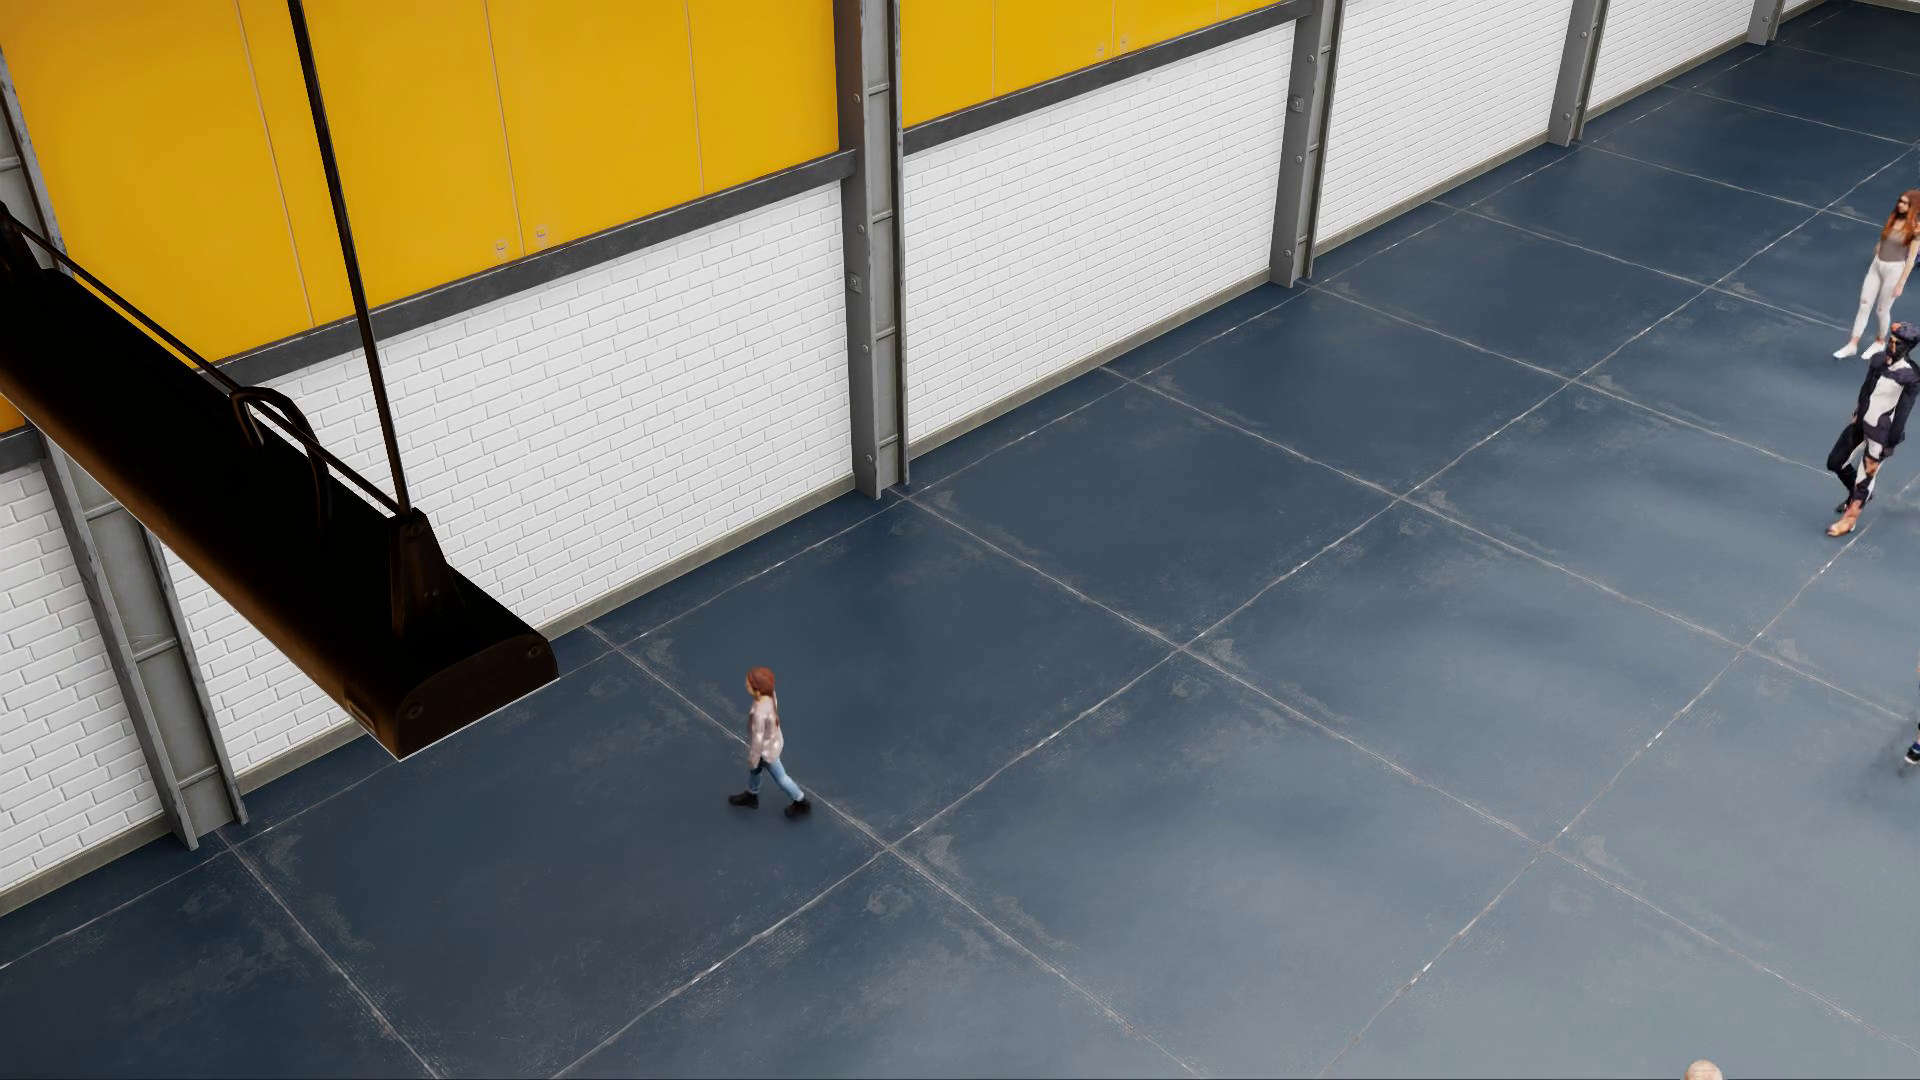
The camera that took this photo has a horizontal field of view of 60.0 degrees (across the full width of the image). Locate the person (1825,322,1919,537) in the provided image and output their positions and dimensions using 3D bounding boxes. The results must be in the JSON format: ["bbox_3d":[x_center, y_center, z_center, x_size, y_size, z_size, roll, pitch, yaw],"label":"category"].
[{"bbox_3d":[7.417,-0.883,13.350,0.885,1.880,0.833,-10,35,-15],"label":"person"}]

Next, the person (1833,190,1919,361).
[{"bbox_3d":[8.956,-2.554,16.001,0.861,1.728,0.760,-13,36,-18],"label":"person"}]

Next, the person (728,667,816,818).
[{"bbox_3d":[-1.189,1.319,10.674,0.839,1.174,0.819,4,34,6],"label":"person"}]
